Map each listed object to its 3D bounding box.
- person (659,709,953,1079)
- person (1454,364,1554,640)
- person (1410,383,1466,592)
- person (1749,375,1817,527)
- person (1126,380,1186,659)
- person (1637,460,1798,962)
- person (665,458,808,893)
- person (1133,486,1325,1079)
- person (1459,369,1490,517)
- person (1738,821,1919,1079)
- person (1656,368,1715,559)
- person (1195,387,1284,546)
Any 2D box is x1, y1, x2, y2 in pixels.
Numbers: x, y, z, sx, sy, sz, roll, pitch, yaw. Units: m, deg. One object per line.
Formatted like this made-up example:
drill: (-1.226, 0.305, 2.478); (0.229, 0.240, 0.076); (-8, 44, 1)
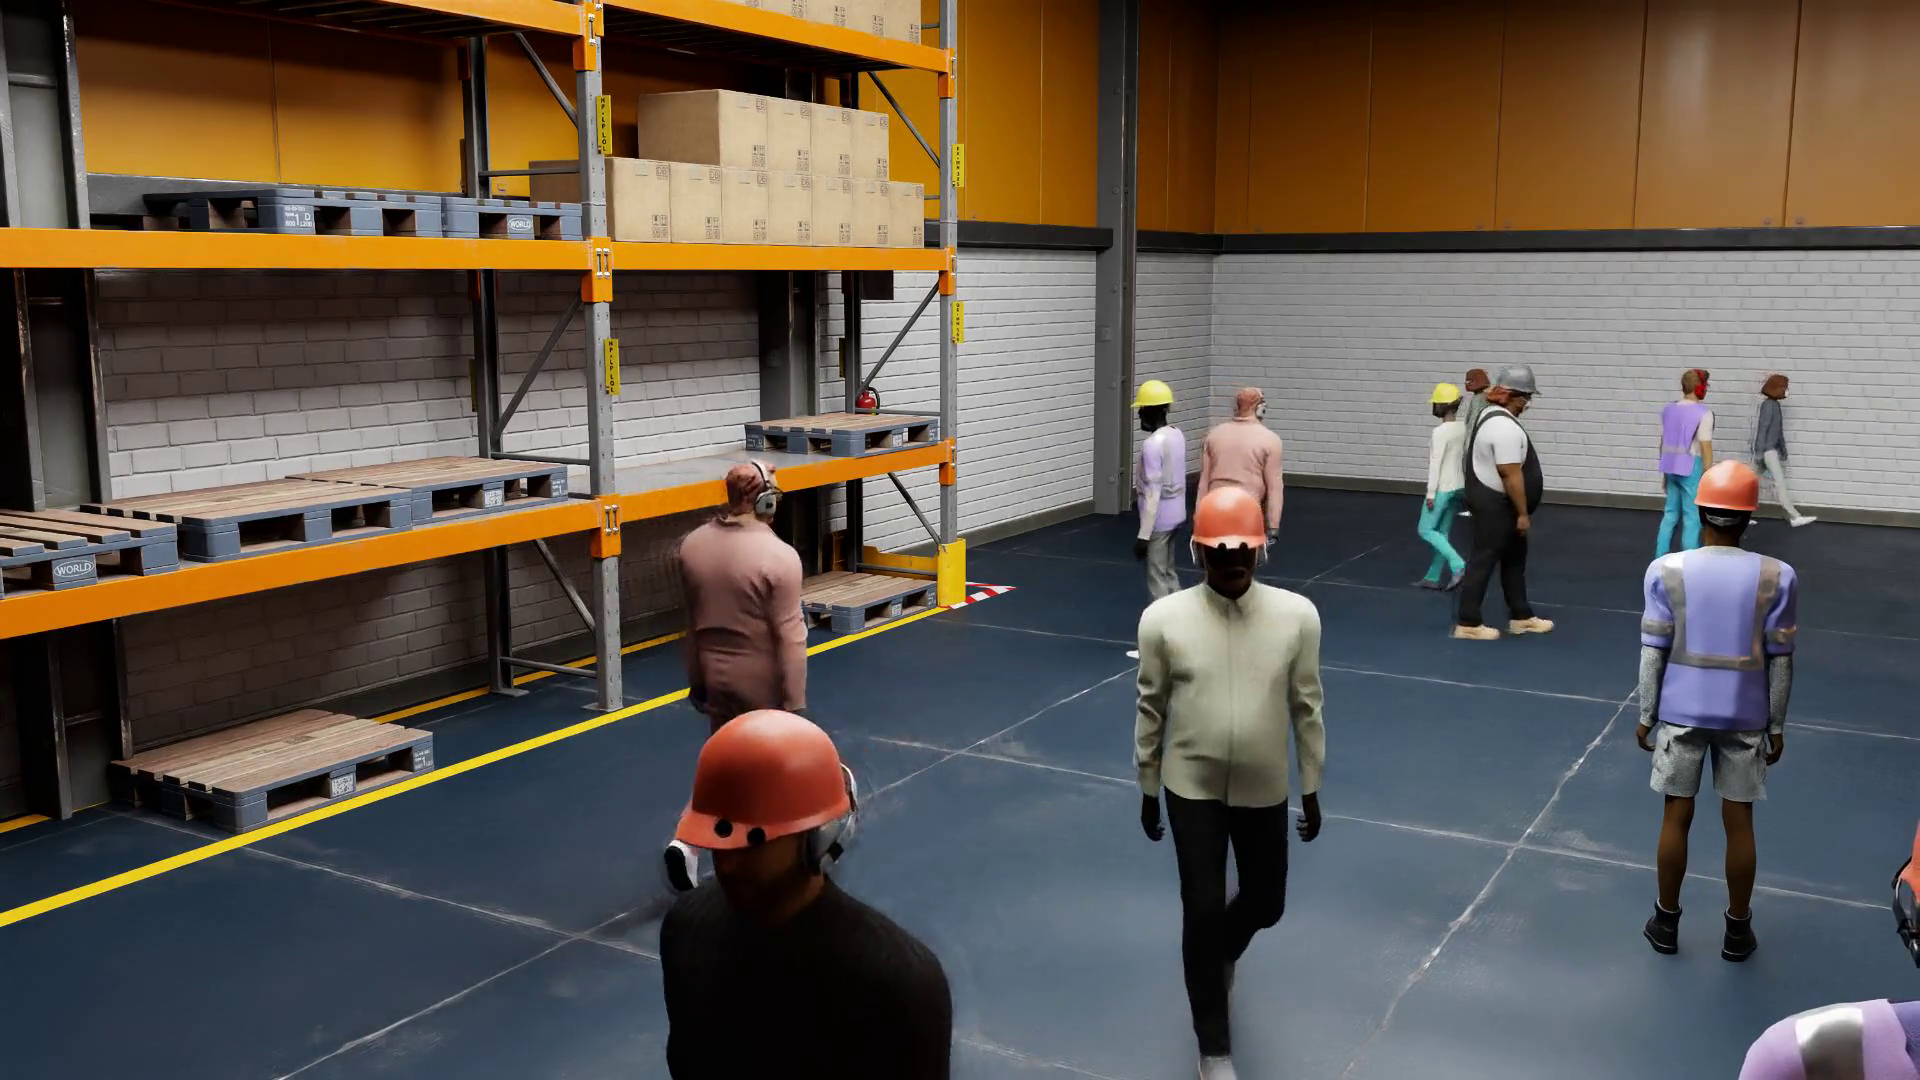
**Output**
person: (-0.298, 1.238, 2.808); (0.644, 1.937, 1.012); (5, 11, 30)
person: (3.991, -0.273, 11.926); (0.856, 2.000, 0.715); (2, 9, 10)
person: (4.001, -0.421, 13.737); (0.561, 1.757, 0.543); (8, 12, 42)
person: (8.528, -0.924, 17.366); (0.839, 1.582, 0.524); (6, 11, 32)
person: (1.349, -0.136, 11.427); (0.384, 1.924, 0.595); (4, 10, 25)
person: (2.902, 0.660, 6.424); (0.542, 1.939, 0.359); (4, 10, 21)
person: (-0.912, 0.599, 6.960); (0.656, 1.884, 0.648); (6, 11, 34)
person: (0.881, 0.783, 5.540); (0.624, 1.977, 0.766); (0, 9, 0)
person: (5.583, -1.048, 18.084); (0.342, 1.620, 0.499); (4, 10, 21)
person: (1.318, 1.283, 2.203); (0.605, 2.045, 0.376); (0, 9, 3)
person: (6.212, -0.545, 14.245); (0.389, 1.849, 0.566); (-3, 10, -19)
person: (2.028, -0.188, 12.087); (0.656, 1.832, 1.076); (9, 13, 44)
